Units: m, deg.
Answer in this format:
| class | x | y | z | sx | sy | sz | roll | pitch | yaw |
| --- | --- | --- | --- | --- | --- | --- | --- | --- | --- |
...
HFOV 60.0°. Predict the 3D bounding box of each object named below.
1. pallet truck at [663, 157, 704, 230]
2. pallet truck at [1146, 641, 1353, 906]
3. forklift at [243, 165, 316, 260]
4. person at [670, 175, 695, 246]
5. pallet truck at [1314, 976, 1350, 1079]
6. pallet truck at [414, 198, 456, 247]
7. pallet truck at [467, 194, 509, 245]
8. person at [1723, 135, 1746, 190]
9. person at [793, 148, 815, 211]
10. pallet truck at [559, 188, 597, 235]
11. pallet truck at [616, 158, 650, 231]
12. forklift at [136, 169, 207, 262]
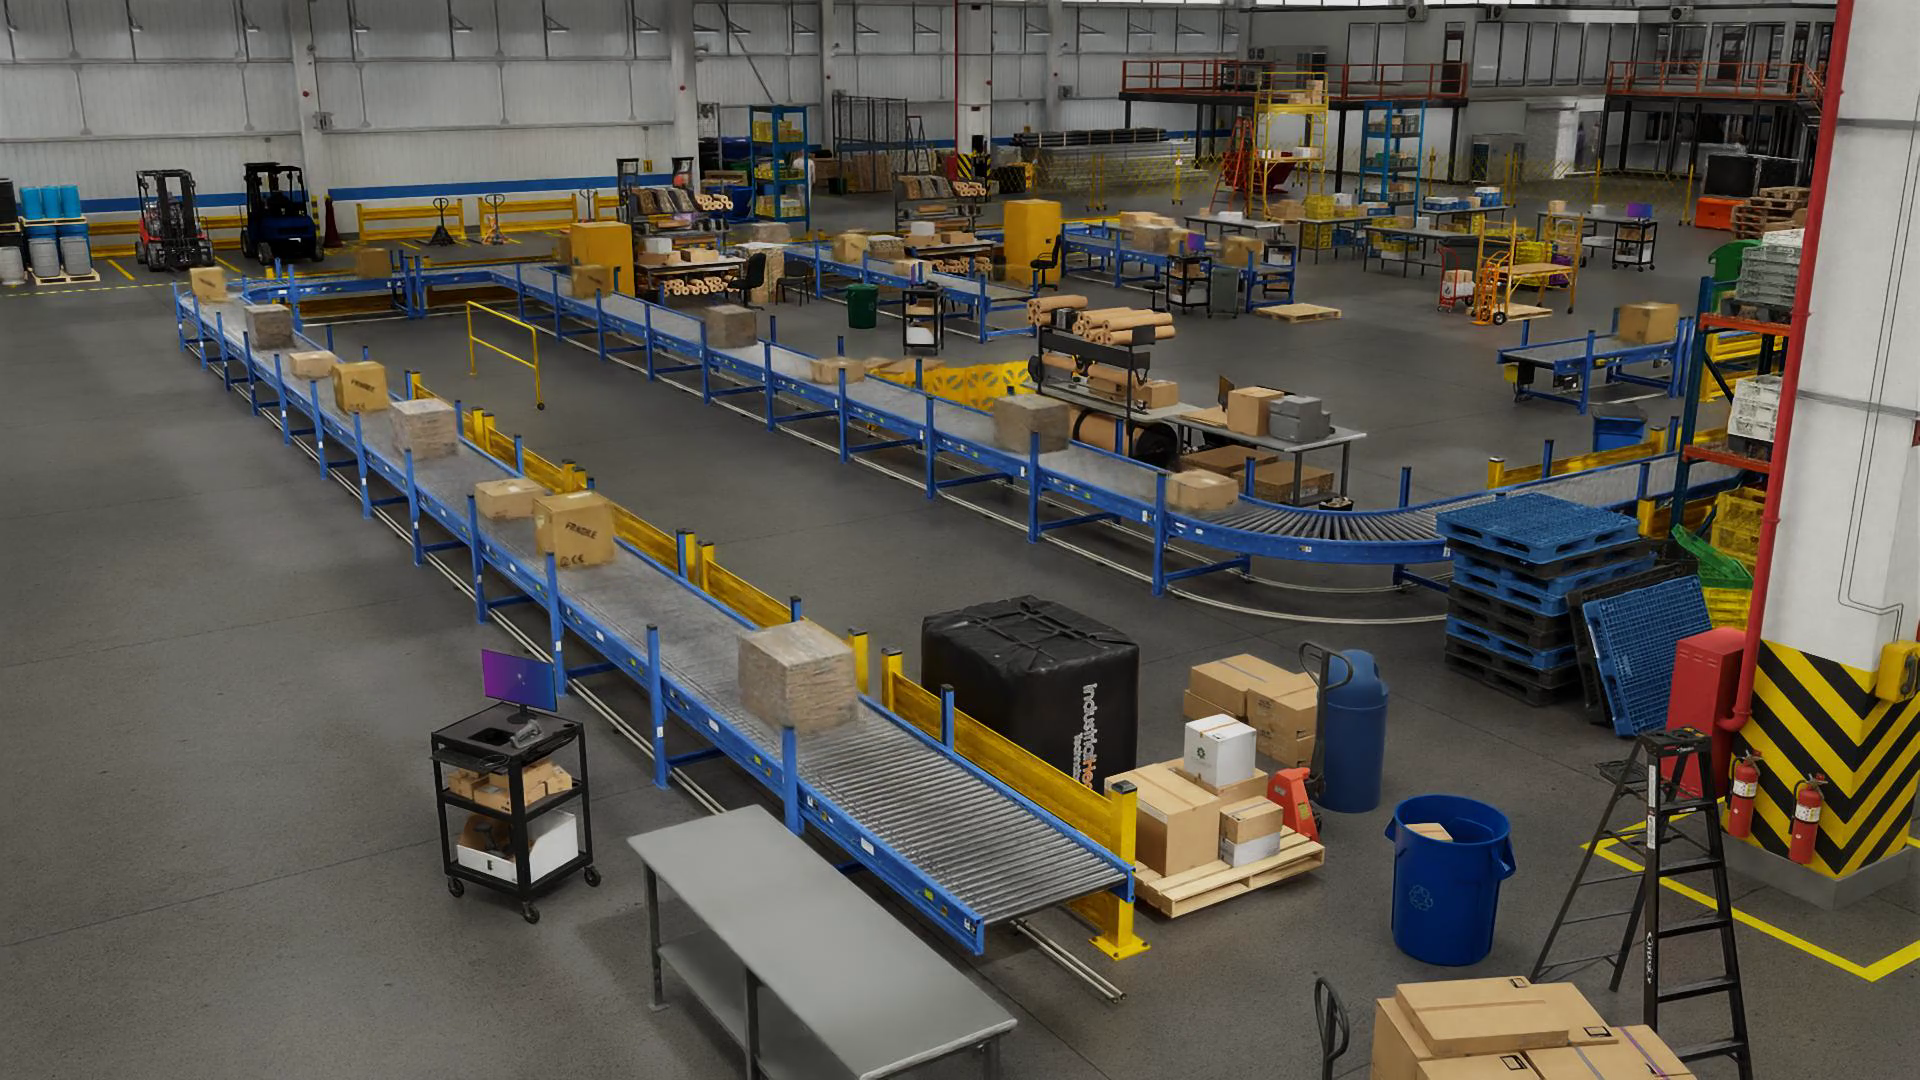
| class | x | y | z | sx | sy | sz | roll | pitch | yaw |
| --- | --- | --- | --- | --- | --- | --- | --- | --- | --- |
| pallet truck | -7.586 | -9.308 | 44.692 | 0.823 | 1.965 | 1.885 | -11 | 20 | -33 |
| pallet truck | 1.664 | 1.407 | 10.232 | 1.630 | 1.274 | 0.653 | -10 | 20 | -31 |
| forklift | -15.898 | -7.669 | 38.708 | 1.157 | 1.987 | 2.680 | -11 | 20 | -33 |
| person | -6.354 | -7.316 | 38.023 | 0.624 | 2.030 | 0.471 | 2 | 17 | 7 |
| pallet truck | 2.299 | 2.390 | 7.086 | 1.601 | 1.201 | 0.680 | -2 | 17 | -7 |
| pallet truck | -13.250 | -8.060 | 41.856 | 0.680 | 1.201 | 1.601 | -10 | 20 | -31 |
| pallet truck | -11.983 | -8.177 | 42.137 | 0.704 | 1.261 | 1.522 | -11 | 20 | -33 |
| person | 26.739 | -12.993 | 57.219 | 0.585 | 1.852 | 0.926 | -9 | 19 | -28 |
| person | -4.628 | -10.658 | 49.385 | 0.654 | 1.888 | 0.797 | -1 | 17 | -4 |
| pallet truck | -10.010 | -8.652 | 43.699 | 0.653 | 1.274 | 1.630 | -10 | 20 | -31 |
| pallet truck | -8.918 | -9.176 | 44.255 | 0.823 | 1.965 | 1.885 | -9 | 19 | -27 |
| forklift | -17.842 | -7.318 | 37.559 | 1.157 | 1.987 | 2.680 | -10 | 20 | -31 |
